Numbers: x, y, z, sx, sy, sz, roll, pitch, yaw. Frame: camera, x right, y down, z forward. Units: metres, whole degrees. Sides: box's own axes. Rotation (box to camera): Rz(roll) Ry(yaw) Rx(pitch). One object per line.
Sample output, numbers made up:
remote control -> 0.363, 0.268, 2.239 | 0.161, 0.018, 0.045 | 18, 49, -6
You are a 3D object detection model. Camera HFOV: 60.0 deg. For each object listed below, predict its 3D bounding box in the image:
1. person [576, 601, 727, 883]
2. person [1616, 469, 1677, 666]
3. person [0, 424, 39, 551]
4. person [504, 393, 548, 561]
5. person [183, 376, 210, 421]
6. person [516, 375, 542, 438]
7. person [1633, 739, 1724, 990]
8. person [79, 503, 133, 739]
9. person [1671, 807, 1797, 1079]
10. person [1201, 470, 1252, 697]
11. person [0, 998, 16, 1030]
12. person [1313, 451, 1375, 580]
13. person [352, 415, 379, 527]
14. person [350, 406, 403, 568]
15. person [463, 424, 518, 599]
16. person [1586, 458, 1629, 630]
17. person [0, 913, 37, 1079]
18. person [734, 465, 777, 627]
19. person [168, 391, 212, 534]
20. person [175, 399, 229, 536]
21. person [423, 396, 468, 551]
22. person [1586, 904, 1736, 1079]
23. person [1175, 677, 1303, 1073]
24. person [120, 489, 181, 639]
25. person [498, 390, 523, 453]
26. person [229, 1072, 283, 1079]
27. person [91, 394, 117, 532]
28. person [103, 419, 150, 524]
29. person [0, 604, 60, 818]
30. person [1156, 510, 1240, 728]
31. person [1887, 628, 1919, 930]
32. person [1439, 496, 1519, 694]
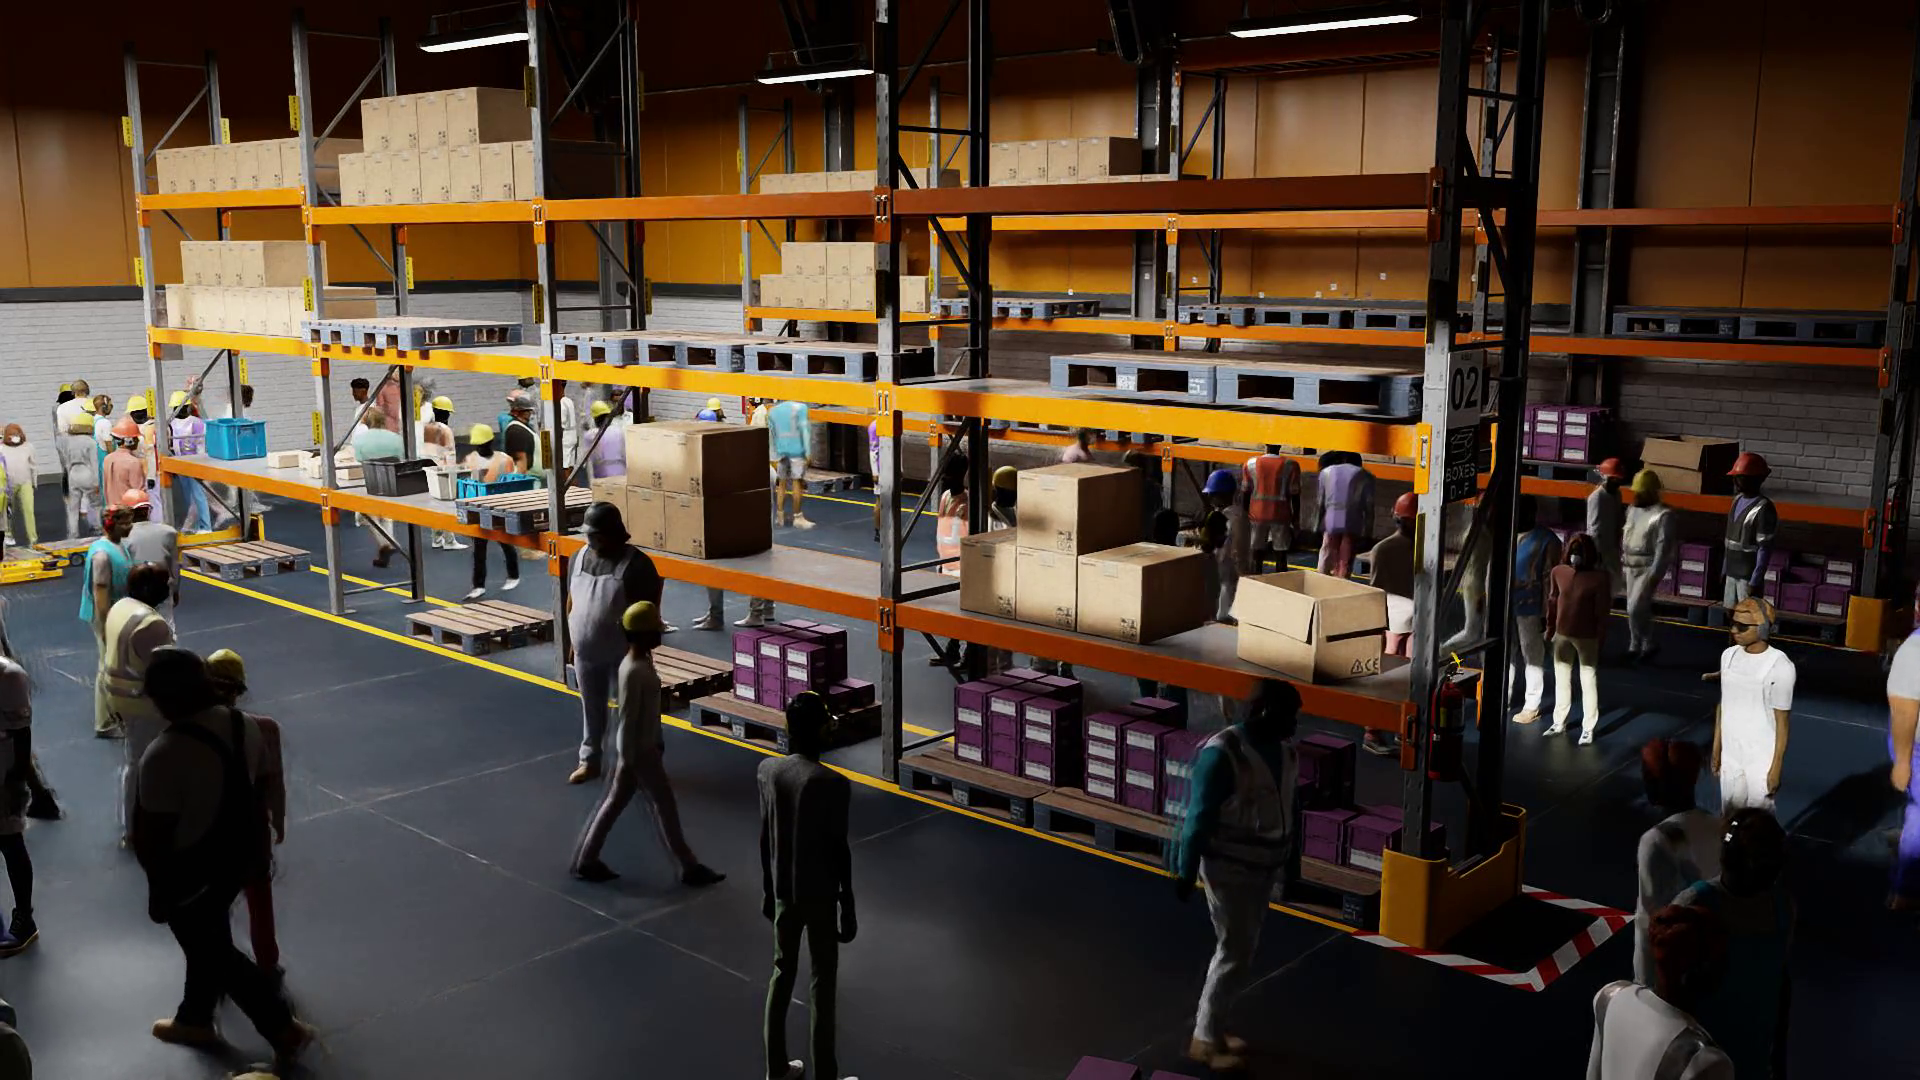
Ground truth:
person -> -1.885, 1.199, 9.820 | 0.893, 1.720, 0.535 | -1, 10, -5
person -> 6.115, 0.258, 14.895 | 0.466, 1.804, 0.613 | -2, 10, -13
person -> -11.823, -0.686, 20.832 | 0.511, 1.588, 0.876 | -10, 14, -44
person -> -5.215, -0.782, 20.112 | 0.541, 2.000, 0.688 | -3, 10, -14
person -> -11.199, -1.465, 24.403 | 0.400, 1.893, 0.660 | -4, 11, -21
person -> -7.263, -2.015, 27.964 | 0.491, 1.732, 0.325 | 2, 10, 13
person -> 2.882, 1.714, 6.509 | 0.626, 1.869, 0.591 | -8, 13, -37
person -> -6.533, 0.618, 12.821 | 0.420, 1.828, 0.588 | -3, 10, -14
person -> 2.733, 1.829, 5.949 | 0.505, 1.839, 0.338 | -2, 10, -14
person -> 2.196, 0.369, 13.909 | 0.484, 1.928, 0.649 | -3, 10, -14
person -> -3.055, 1.943, 5.049 | 0.593, 1.920, 0.391 | 2, 10, 13
person -> 3.866, -0.130, 16.872 | 0.604, 1.893, 0.852 | 7, 12, 34
person -> -7.937, -0.968, 22.340 | 0.521, 1.630, 0.327 | 4, 11, 24
person -> -6.783, -0.602, 19.422 | 0.518, 1.923, 0.655 | 8, 13, 40
person -> -5.104, -0.330, 18.052 | 0.599, 1.872, 0.816 | 1, 10, 6
person -> 6.306, 0.055, 16.240 | 0.590, 1.731, 0.461 | -9, 14, -42
person -> -2.901, 1.959, 4.900 | 0.604, 1.939, 0.401 | 4, 11, 20
person -> -2.069, -0.089, 16.573 | 0.403, 1.906, 0.651 | 3, 11, 19
person -> -10.024, -0.977, 21.577 | 0.591, 1.918, 0.391 | 6, 12, 30
person -> -10.022, -0.963, 21.856 | 0.588, 1.793, 1.000 | 4, 11, 23
person -> -6.433, -0.828, 20.707 | 0.586, 1.923, 0.371 | 9, 13, 41
person -> 2.065, 1.981, 4.931 | 0.339, 1.882, 0.581 | -2, 10, -12
person -> 1.331, 1.532, 7.726 | 0.481, 1.795, 0.697 | 10, 14, 43
person -> -6.895, 0.431, 14.087 | 0.350, 1.744, 0.565 | 10, 14, 44
person -> -6.324, -1.269, 23.725 | 0.574, 1.738, 0.354 | 7, 12, 35
person -> -1.696, 2.134, 4.070 | 0.581, 1.886, 0.922 | -5, 11, -26
person -> -11.250, -0.994, 21.895 | 0.504, 1.839, 0.348 | 8, 13, 38
person -> -8.608, -0.257, 17.274 | 0.622, 1.992, 0.397 | 6, 12, 31
person -> -6.432, 0.949, 10.831 | 1.004, 1.860, 0.614 | 0, 10, -2
person -> 1.819, 0.669, 12.572 | 0.960, 1.820, 0.482 | 7, 12, 35
person -> 5.479, 1.169, 9.081 | 0.697, 2.000, 0.718 | -7, 12, -35
person -> 4.420, 0.422, 14.165 | 0.564, 1.730, 0.714 | -9, 13, -40
